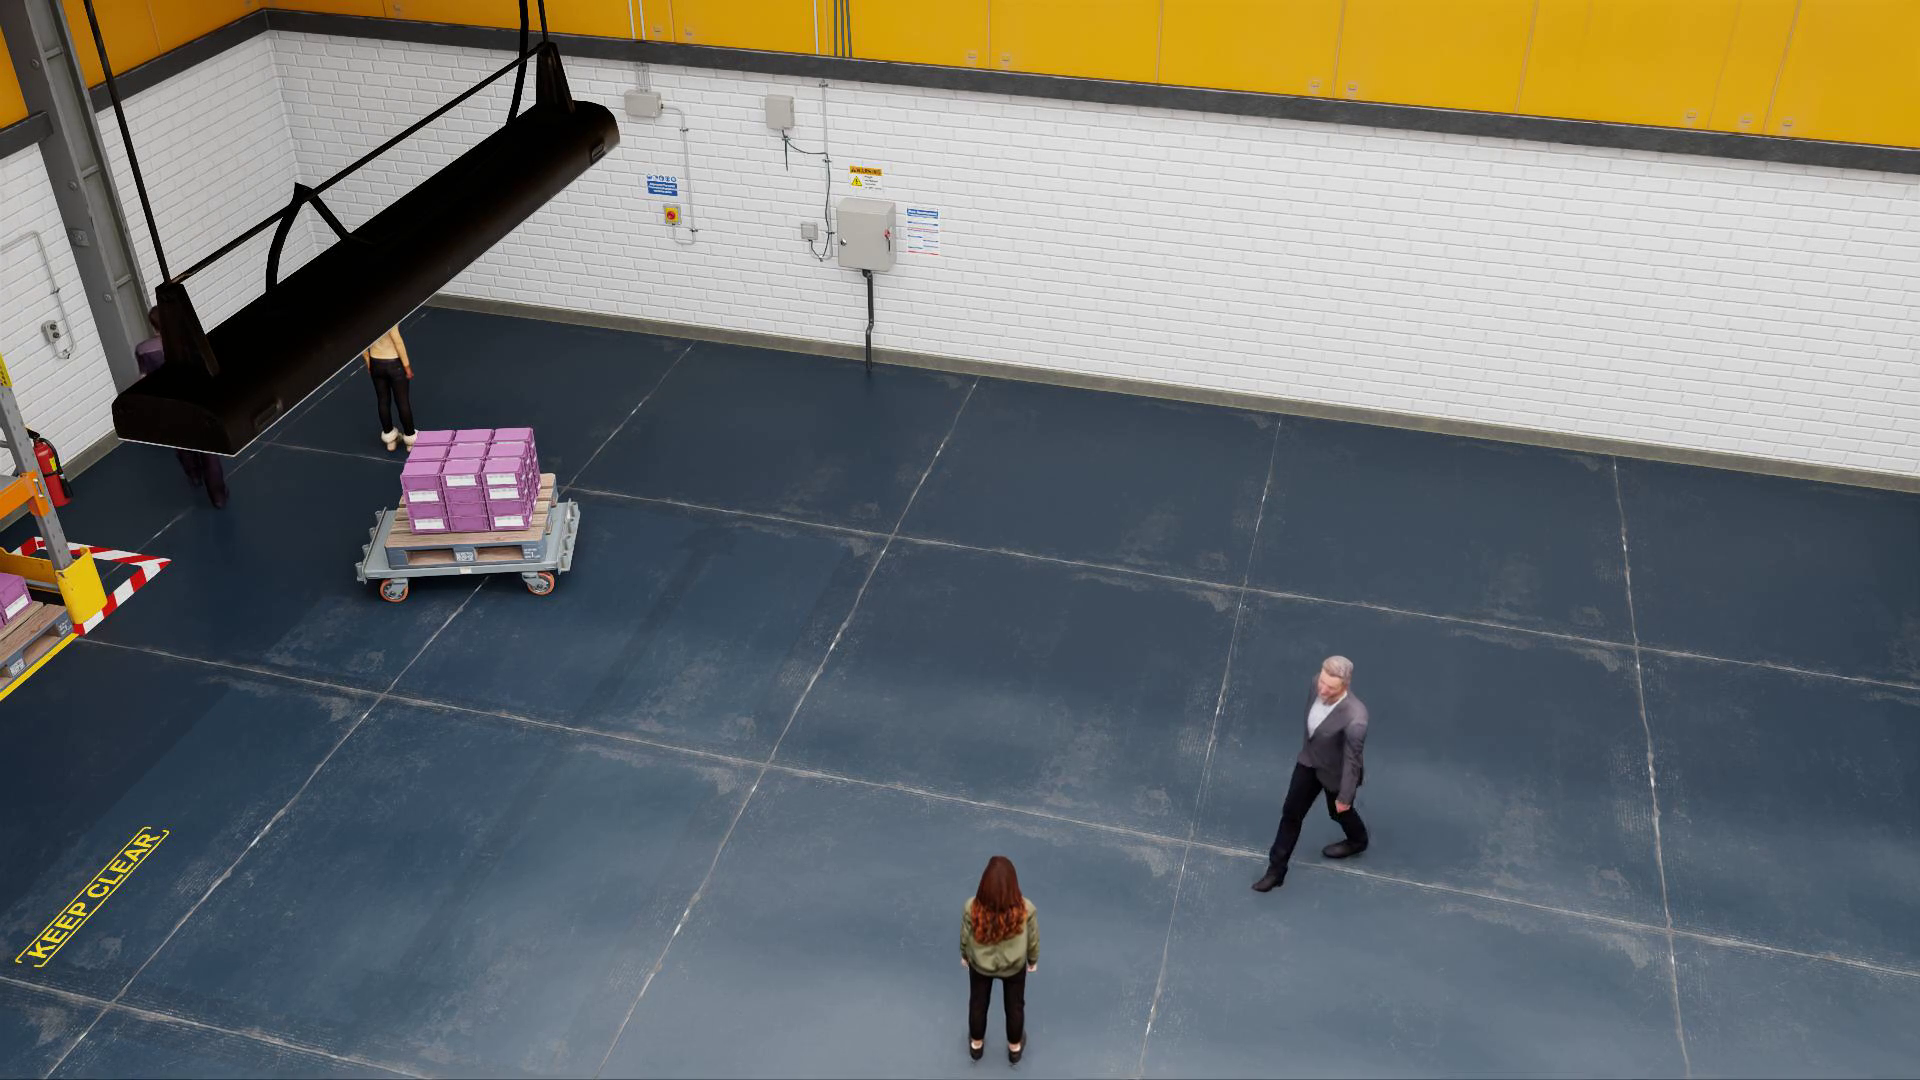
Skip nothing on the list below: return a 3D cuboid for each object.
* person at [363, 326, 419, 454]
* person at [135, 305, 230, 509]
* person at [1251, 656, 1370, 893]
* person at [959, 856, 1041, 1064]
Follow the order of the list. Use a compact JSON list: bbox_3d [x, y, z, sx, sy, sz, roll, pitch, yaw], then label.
[{"bbox_3d":[-5.100,-1.552,14.791,0.590,1.660,0.573,6,34,10],"label":"person"},{"bbox_3d":[-6.488,-1.083,13.933,1.032,1.829,1.118,-10,35,-15],"label":"person"},{"bbox_3d":[2.324,1.378,10.272,1.273,1.783,1.229,-13,36,-19],"label":"person"},{"bbox_3d":[0.210,2.313,9.142,0.629,1.476,0.568,2,34,3],"label":"person"}]
